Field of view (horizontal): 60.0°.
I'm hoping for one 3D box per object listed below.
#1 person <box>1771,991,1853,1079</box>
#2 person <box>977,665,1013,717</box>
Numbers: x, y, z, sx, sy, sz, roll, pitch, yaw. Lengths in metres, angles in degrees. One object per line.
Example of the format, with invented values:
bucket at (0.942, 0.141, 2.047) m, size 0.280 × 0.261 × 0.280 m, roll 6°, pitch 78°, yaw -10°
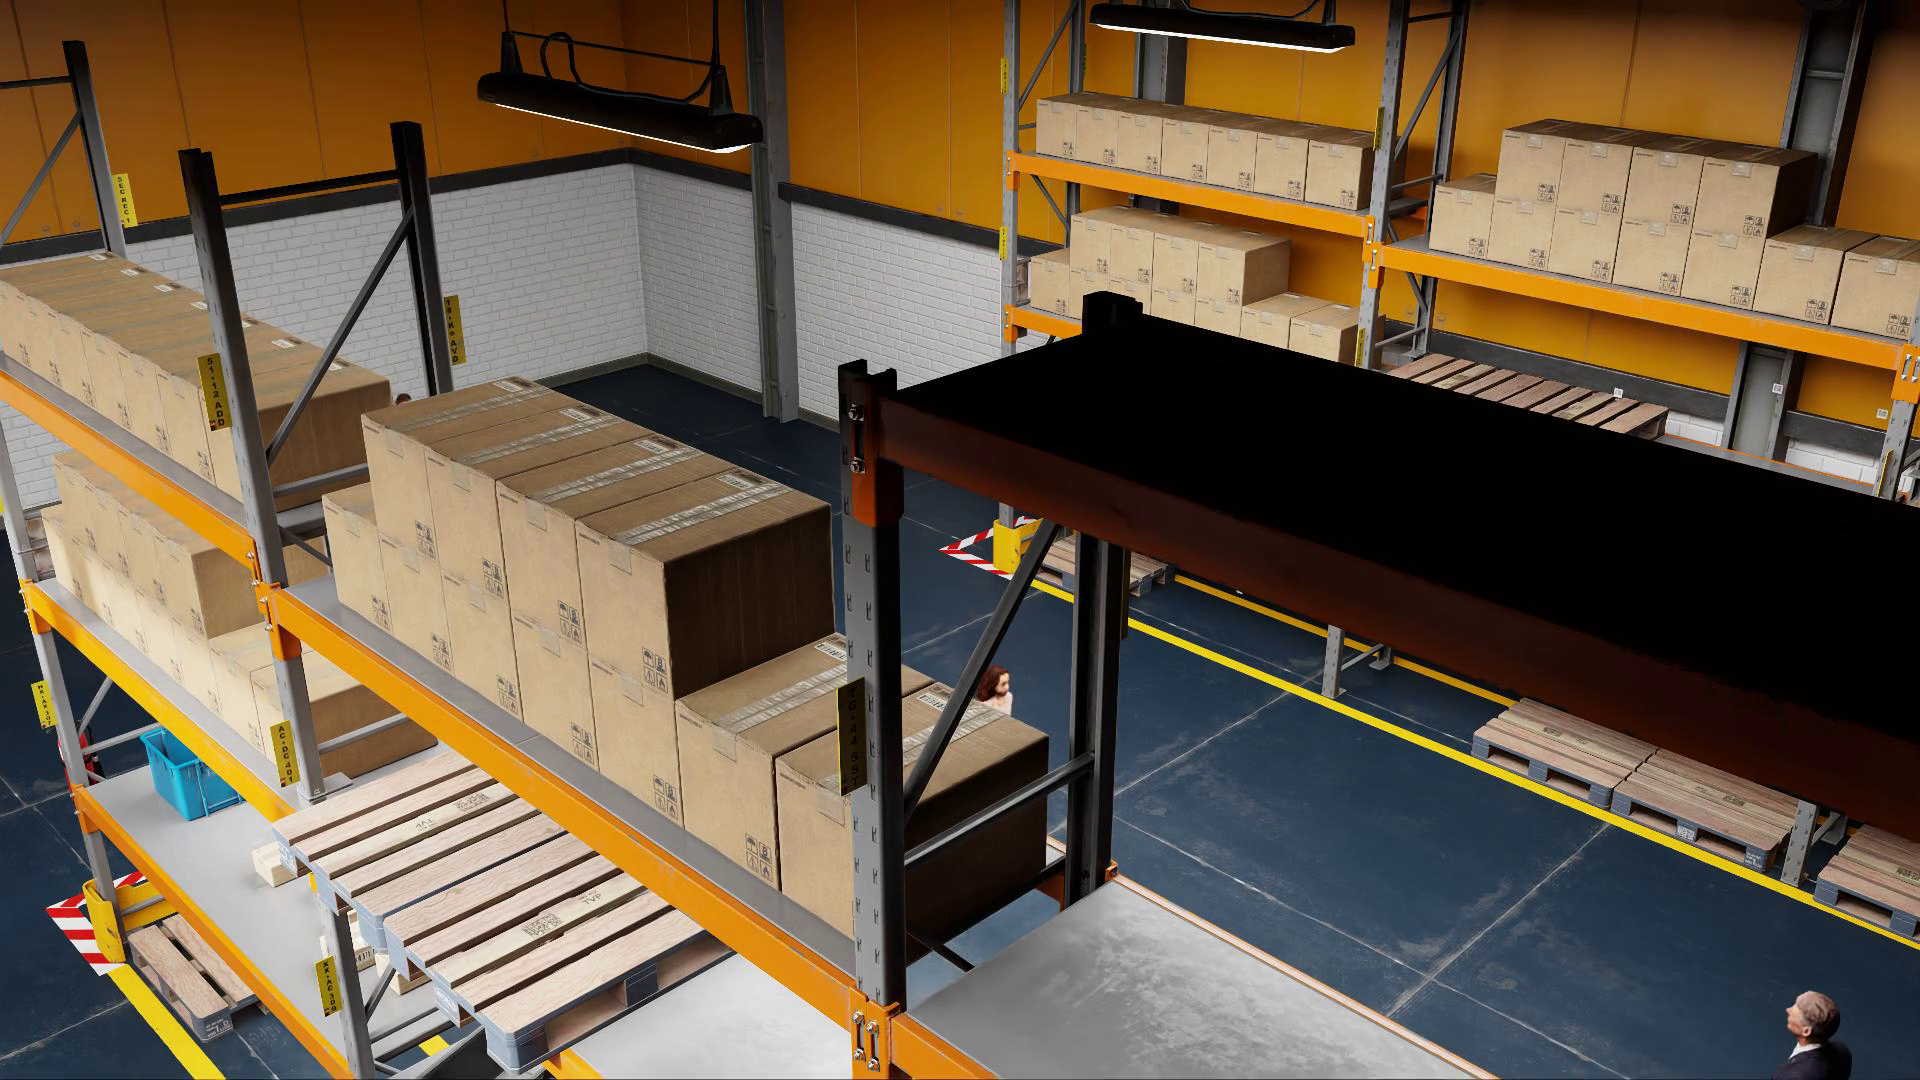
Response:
person at (4.401, 3.162, 8.581) m, size 0.745 × 1.791 × 0.943 m, roll -19°, pitch 30°, yaw -37°
person at (0.207, 1.590, 12.579) m, size 0.657 × 1.470 × 0.576 m, roll 21°, pitch 31°, yaw 39°
